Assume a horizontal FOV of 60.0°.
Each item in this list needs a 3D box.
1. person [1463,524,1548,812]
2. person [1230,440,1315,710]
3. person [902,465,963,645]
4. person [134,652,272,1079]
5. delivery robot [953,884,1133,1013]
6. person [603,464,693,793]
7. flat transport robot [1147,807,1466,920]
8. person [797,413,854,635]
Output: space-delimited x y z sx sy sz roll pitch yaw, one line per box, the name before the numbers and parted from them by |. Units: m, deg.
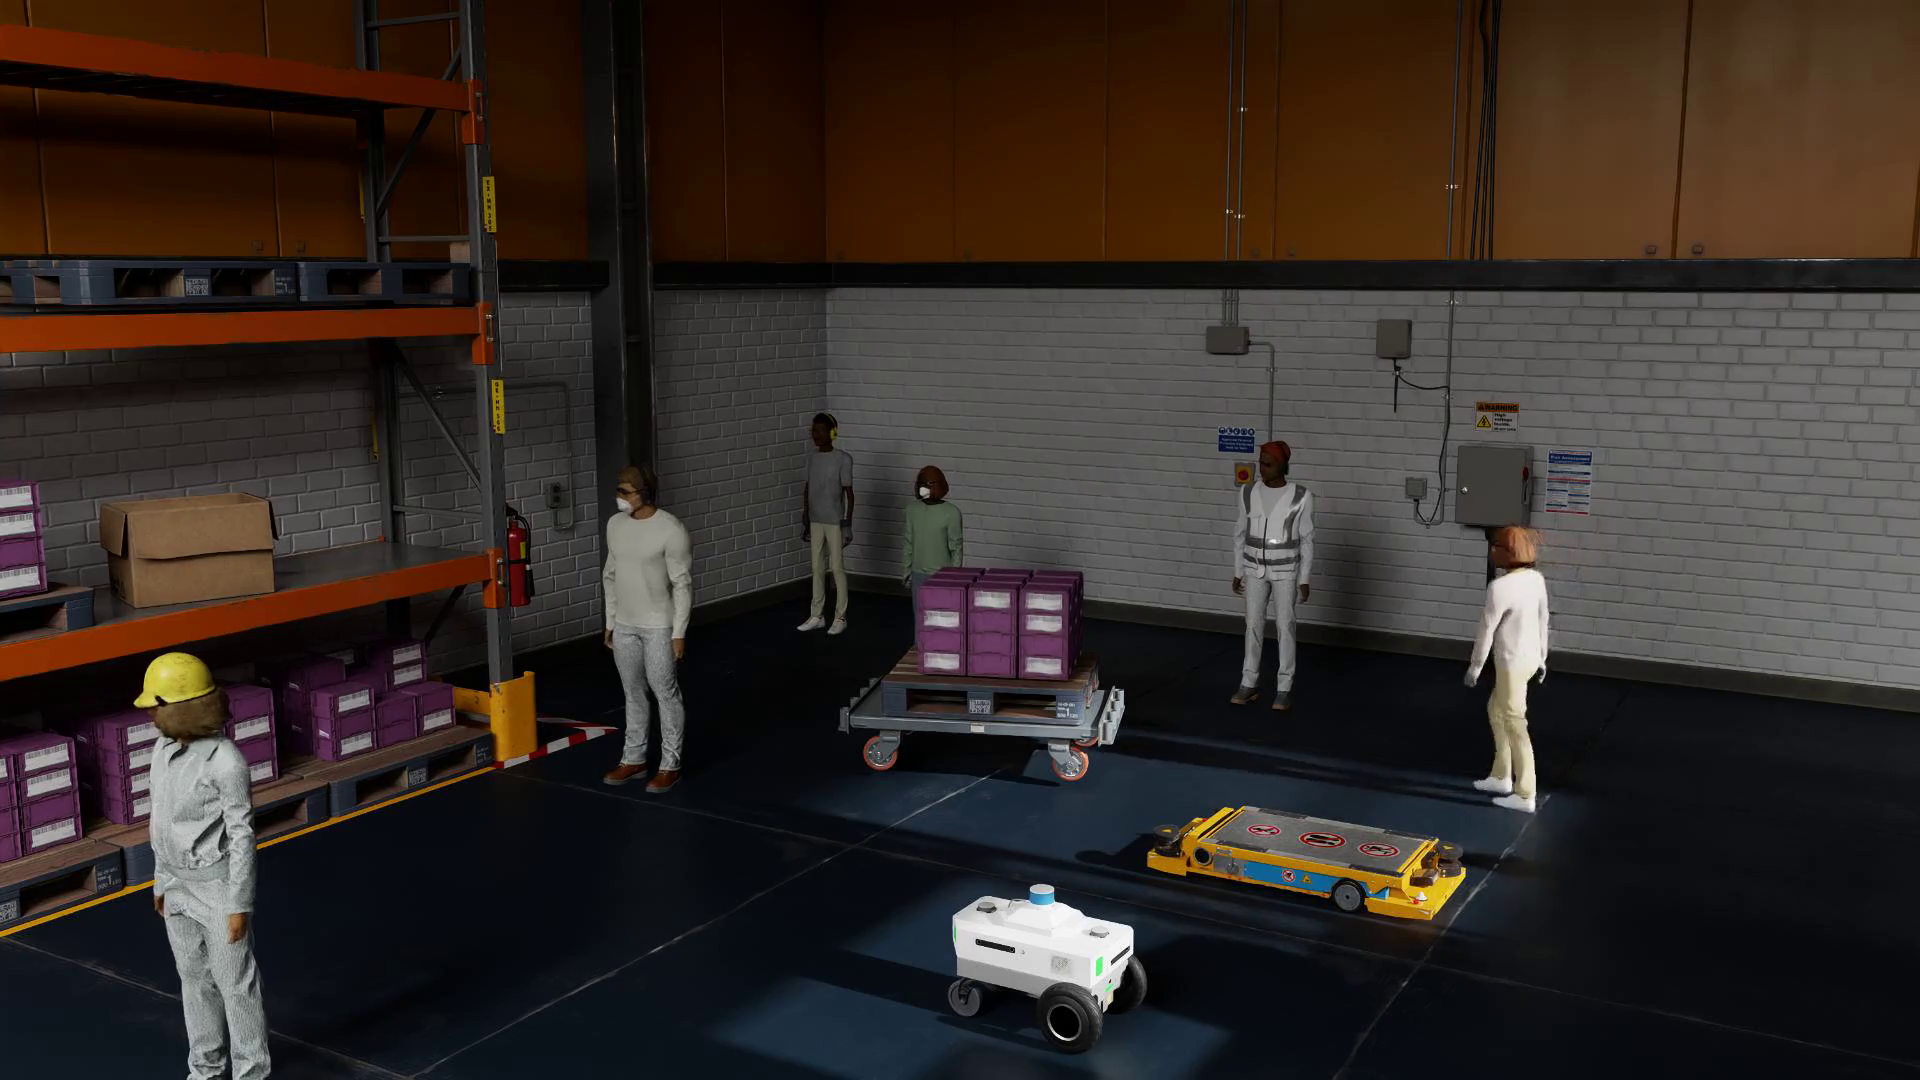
person | 3.084 0.716 9.471 0.505 1.613 0.609 -9 13 -44
person | 2.174 0.240 11.607 0.573 1.885 0.357 6 11 31
person | -0.211 0.261 12.255 0.498 1.634 0.282 6 11 31
person | -2.668 1.239 5.829 0.483 1.738 0.313 6 11 31
delivery robot | 0.329 1.638 6.729 0.707 0.478 0.477 5 10 30
person | -1.840 0.512 9.759 0.627 1.936 0.374 6 11 31
flat transport robot | 1.722 1.575 8.297 1.431 0.197 0.652 5 11 30
person | -1.129 -0.139 14.017 0.519 1.874 0.331 6 11 31
